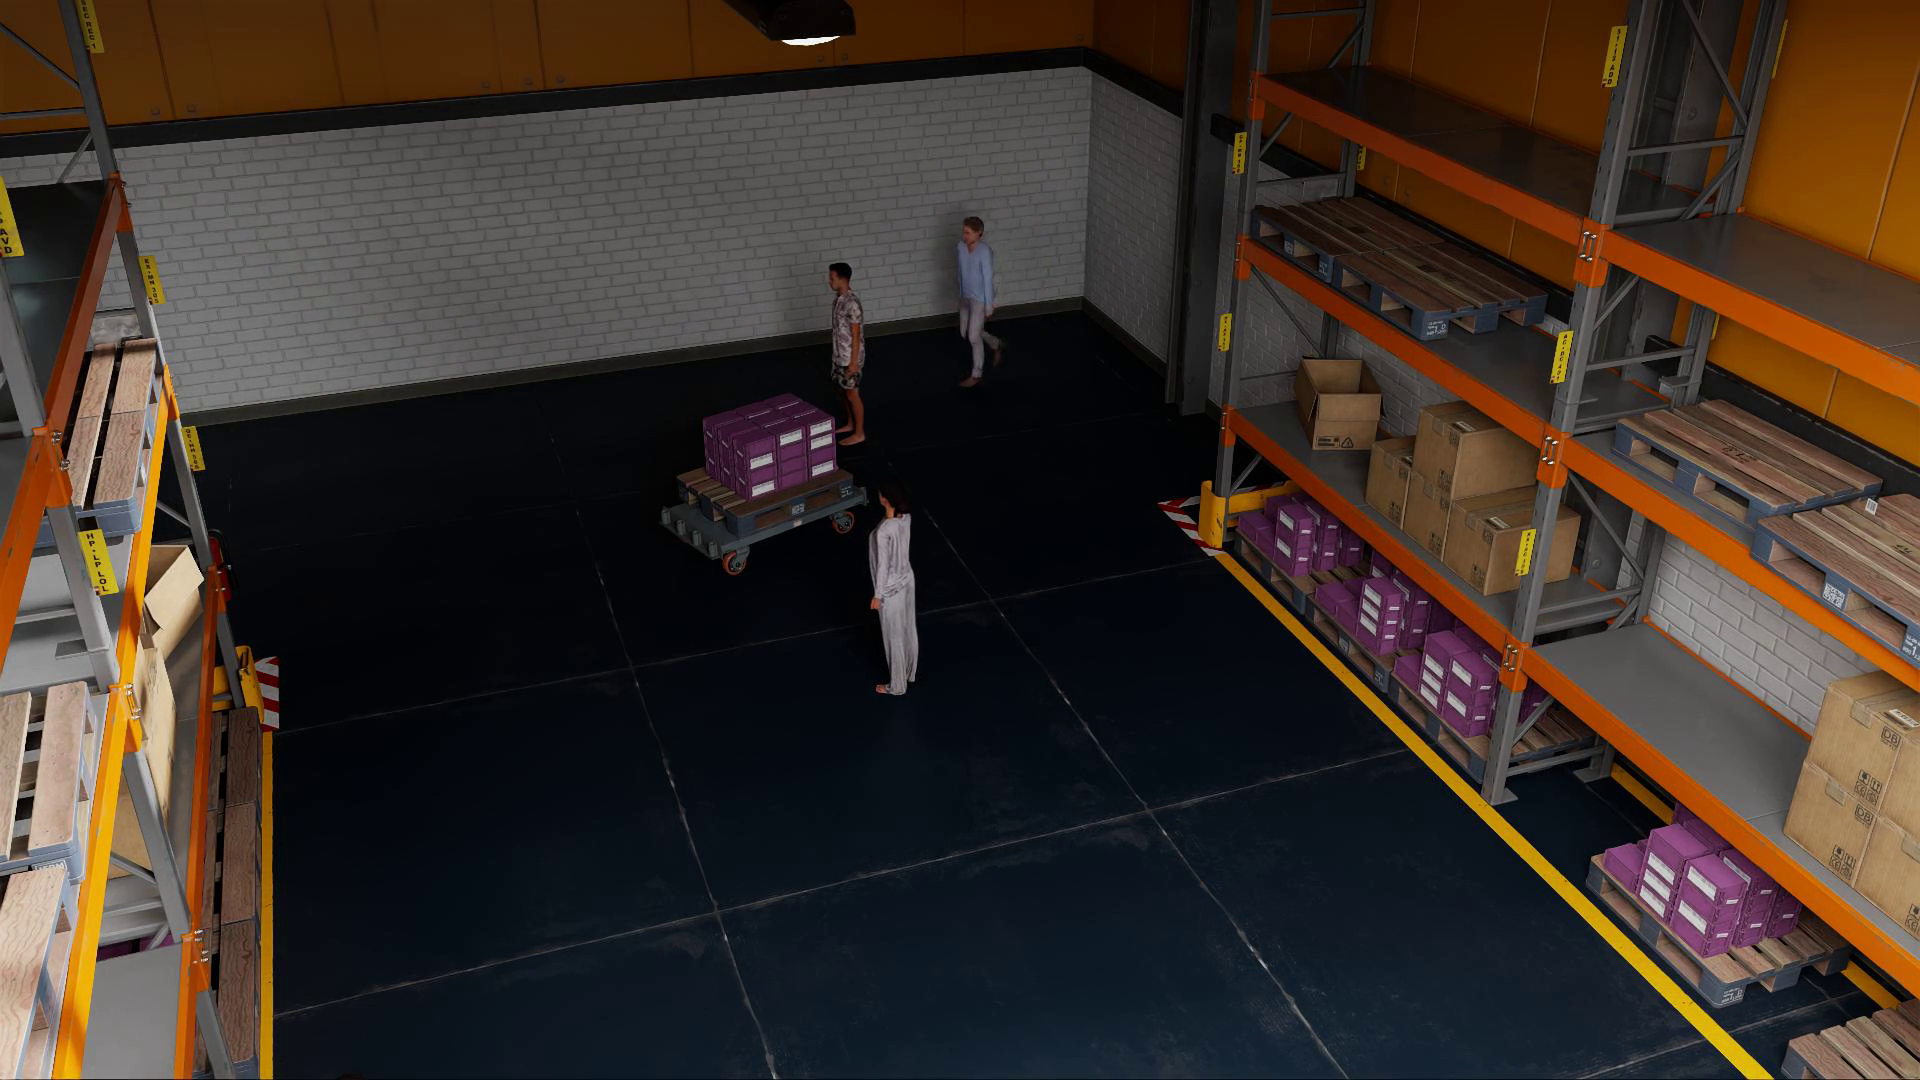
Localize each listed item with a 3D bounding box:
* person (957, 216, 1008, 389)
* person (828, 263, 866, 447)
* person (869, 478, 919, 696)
[{"bbox_3d":[0.241,-2.524,17.437,0.942,1.860,1.018,-23,36,-35],"label":"person"},{"bbox_3d":[-1.079,-1.834,16.223,0.738,1.811,0.523,-12,31,-21],"label":"person"},{"bbox_3d":[-0.473,0.340,12.277,0.717,1.773,0.664,14,32,24],"label":"person"}]
